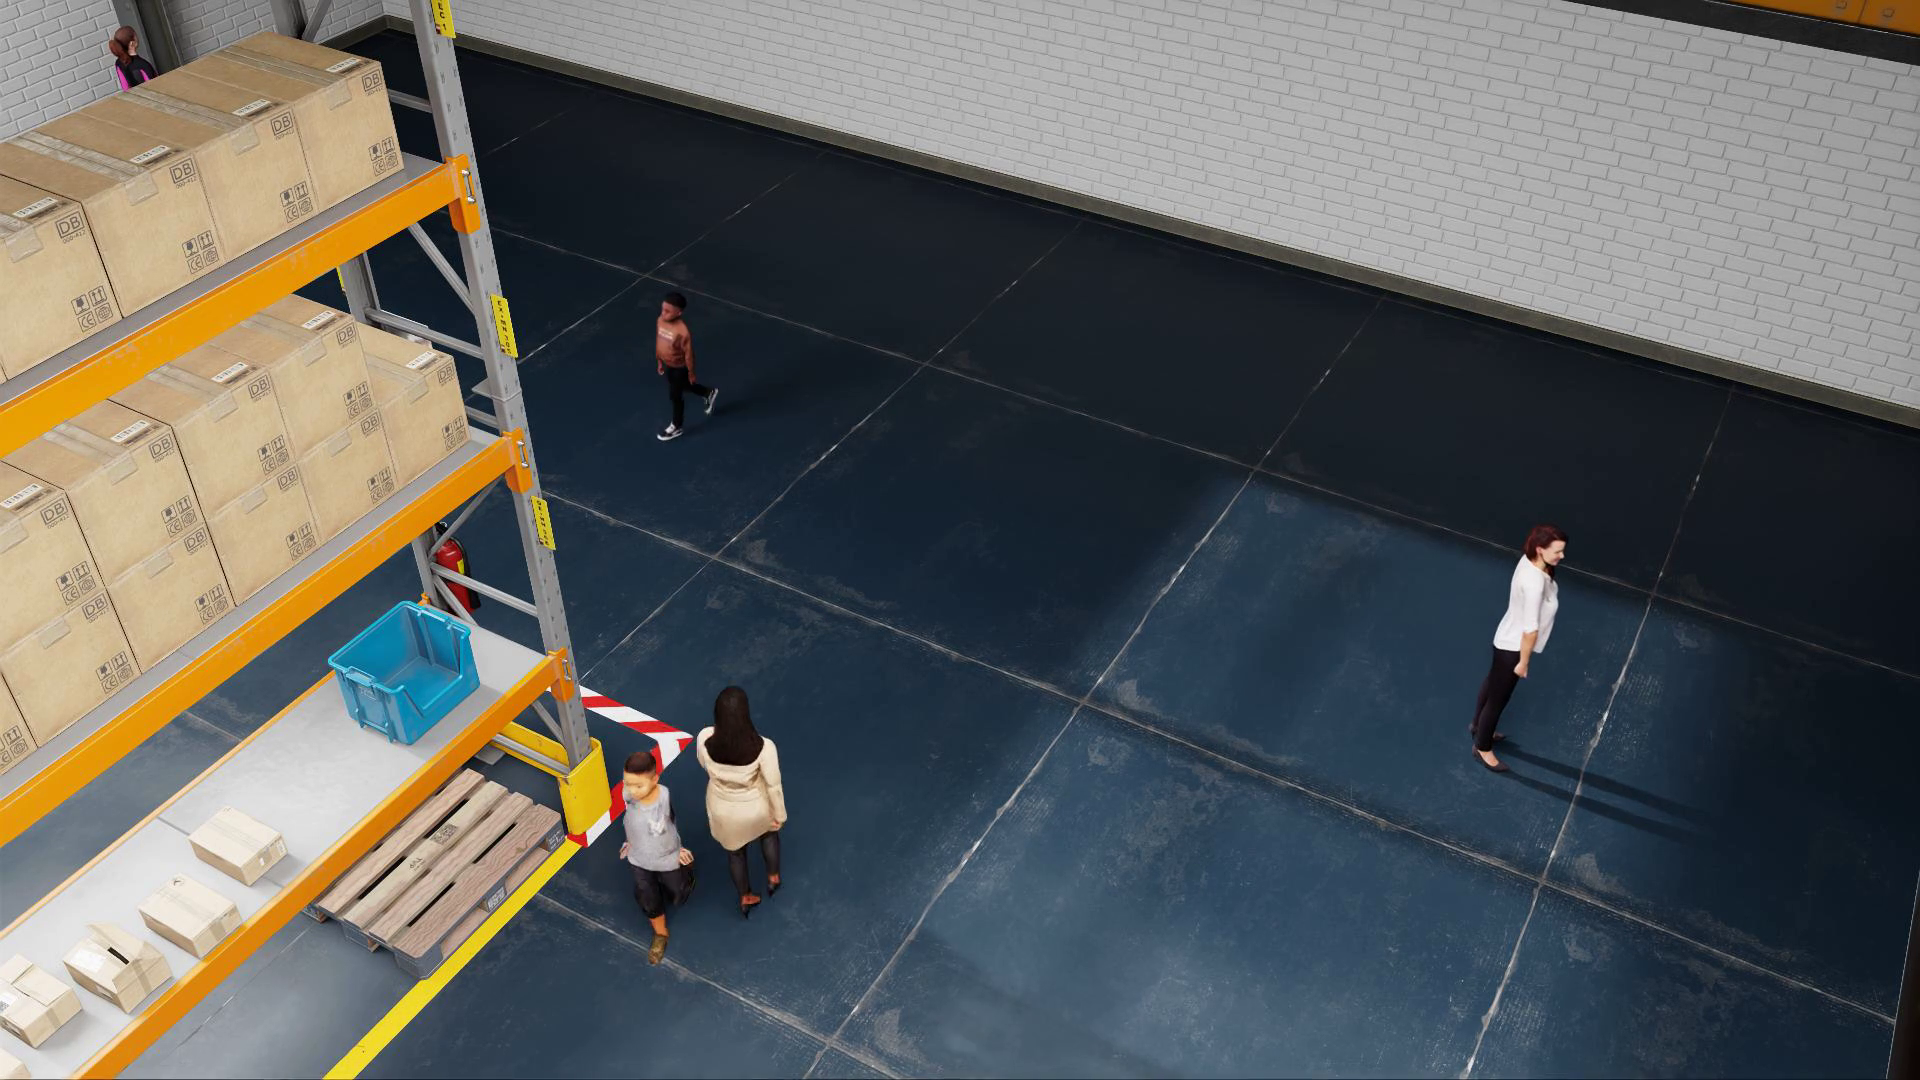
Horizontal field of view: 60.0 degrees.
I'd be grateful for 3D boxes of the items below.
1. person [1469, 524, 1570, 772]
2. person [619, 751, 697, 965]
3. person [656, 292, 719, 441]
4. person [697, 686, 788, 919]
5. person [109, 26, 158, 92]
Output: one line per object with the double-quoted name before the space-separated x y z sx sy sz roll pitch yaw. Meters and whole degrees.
"person" 3.331 0.629 10.005 0.714 1.793 0.541 10 40 12
"person" -1.642 1.619 9.047 0.771 1.442 0.948 5 39 7
"person" -2.160 -1.405 12.994 0.905 1.242 0.690 -30 47 -32
"person" -1.221 1.501 9.015 0.765 1.666 0.795 8 39 10
"person" -7.734 -4.068 15.920 0.620 1.752 0.648 9 39 11
